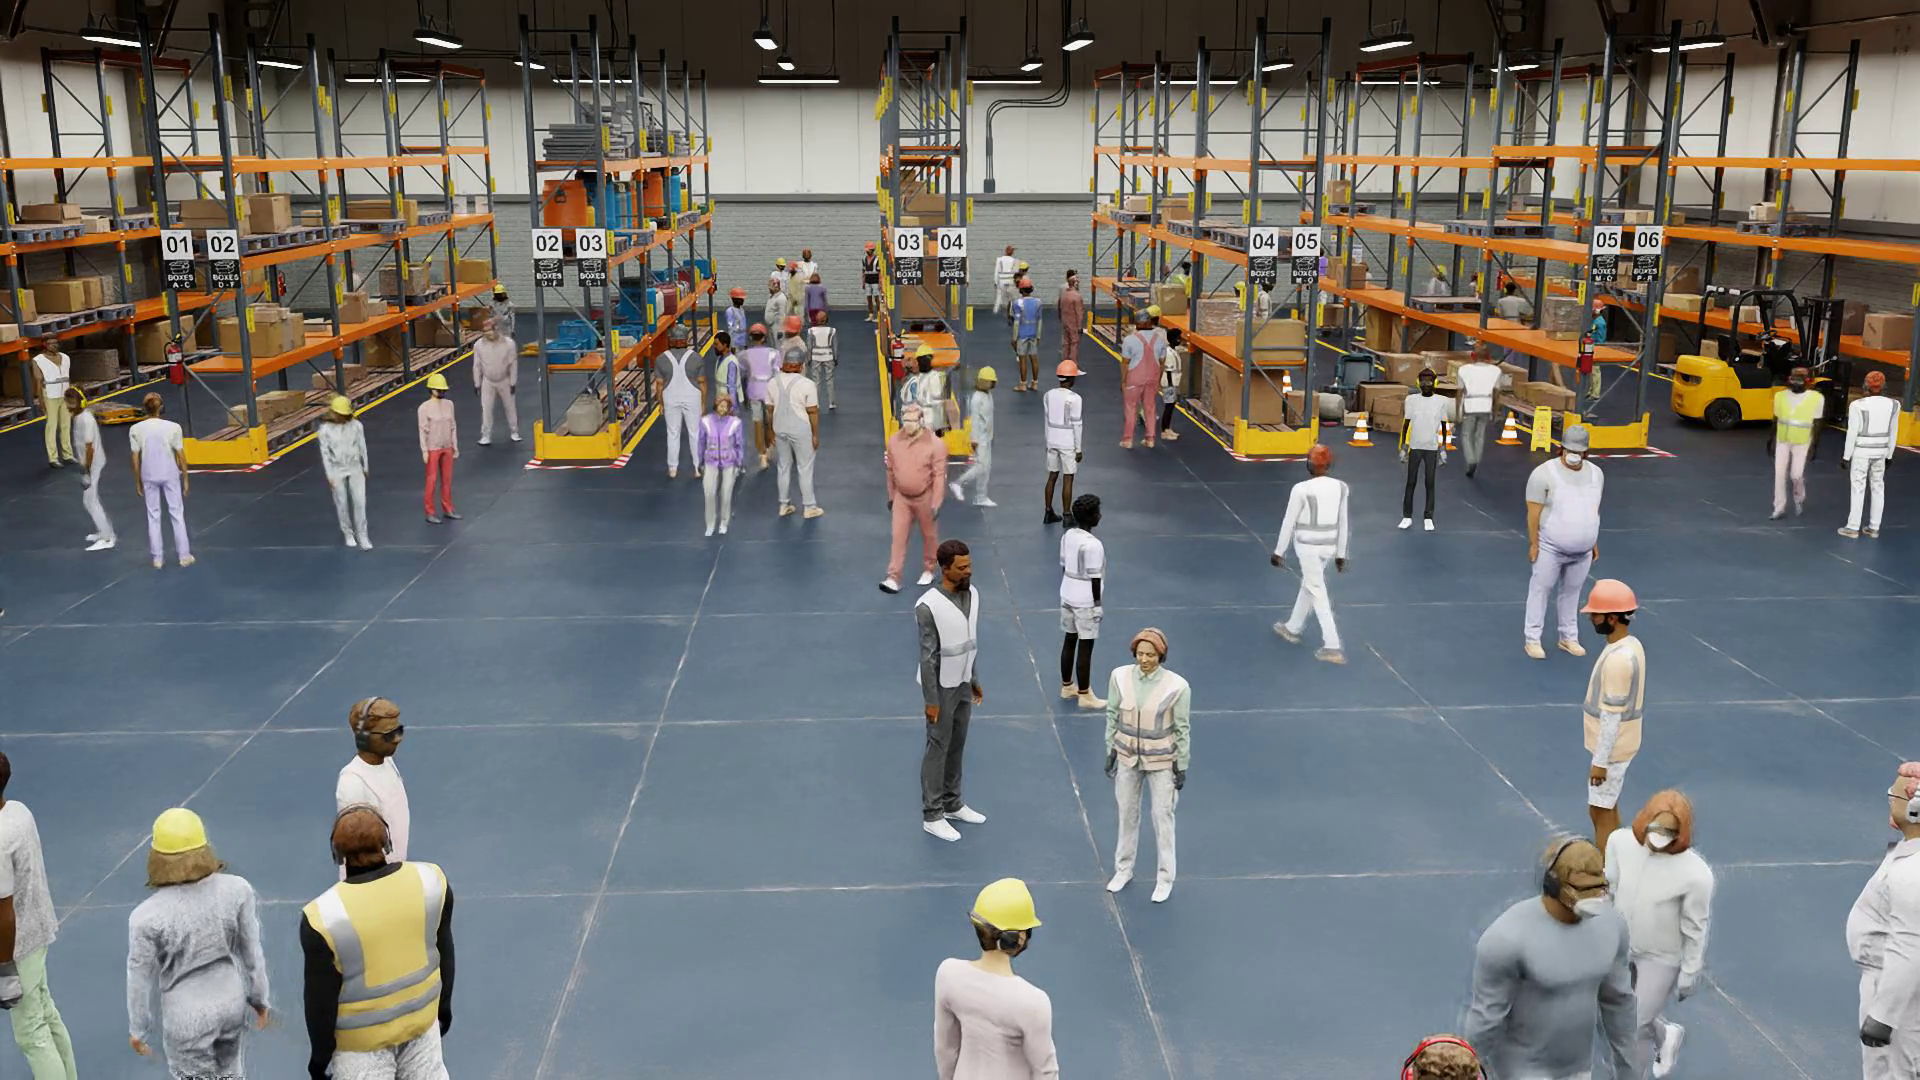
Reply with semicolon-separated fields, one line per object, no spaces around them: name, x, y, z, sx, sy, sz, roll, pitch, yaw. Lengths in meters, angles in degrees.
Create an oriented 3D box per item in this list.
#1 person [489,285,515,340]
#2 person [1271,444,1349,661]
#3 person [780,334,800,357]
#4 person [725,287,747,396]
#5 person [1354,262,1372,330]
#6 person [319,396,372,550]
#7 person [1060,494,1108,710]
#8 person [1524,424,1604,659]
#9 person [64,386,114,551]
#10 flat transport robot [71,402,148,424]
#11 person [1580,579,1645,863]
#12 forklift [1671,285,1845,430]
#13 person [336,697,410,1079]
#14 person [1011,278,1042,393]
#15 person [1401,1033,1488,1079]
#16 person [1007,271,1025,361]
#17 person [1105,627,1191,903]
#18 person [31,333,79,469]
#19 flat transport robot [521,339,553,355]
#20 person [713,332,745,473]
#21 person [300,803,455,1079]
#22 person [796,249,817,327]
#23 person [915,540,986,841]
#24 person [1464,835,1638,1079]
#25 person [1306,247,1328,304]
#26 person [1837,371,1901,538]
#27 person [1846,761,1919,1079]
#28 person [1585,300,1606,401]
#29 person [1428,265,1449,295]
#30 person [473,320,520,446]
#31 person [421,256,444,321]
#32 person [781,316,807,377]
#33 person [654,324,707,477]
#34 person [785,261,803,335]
person;-8.803;-4.031;31.982;0.493;1.743;0.295;-1;13;-2
person;3.046;0.089;14.341;0.593;1.838;0.984;-8;15;-29
person;-2.554;-2.461;25.541;0.308;1.645;0.514;10;16;36
person;-3.878;-3.452;29.114;0.355;1.939;0.543;4;14;16
person;9.679;-5.864;39.978;0.500;1.634;0.286;-9;16;-33
person;-6.641;-0.720;18.047;0.499;1.685;0.808;-8;15;-30
person;0.959;0.474;12.996;0.322;1.696;0.536;-6;14;-23
person;5.199;0.009;14.230;0.681;2.000;0.536;-2;14;-10
person;-9.478;-0.787;18.065;0.372;1.828;0.695;-8;15;-30
flat transport robot;-13.727;-2.054;26.762;1.431;0.197;0.652;11;17;39
person;3.706;1.170;9.574;0.388;1.924;0.549;6;15;25
forklift;12.503;-2.886;26.166;2.313;2.155;1.214;-1;13;-3
person;-2.729;1.621;7.824;0.327;1.842;0.511;-1;13;-3
person;1.175;-3.669;29.808;0.614;2.039;0.389;-8;16;-32
person;1.387;2.297;4.979;0.562;1.840;0.391;4;14;15
person;1.221;-4.625;34.281;0.526;1.846;0.630;-4;14;-15
person;1.090;1.294;9.672;0.517;1.633;0.312;7;15;29
person;-12.399;-1.917;22.804;0.375;1.843;0.575;5;14;19
flat transport robot;-8.826;-4.130;35.555;0.652;0.197;1.431;1;13;5
person;-3.105;-1.848;22.386;0.369;1.910;0.591;-6;15;-23
person;-2.292;1.917;6.586;0.430;1.839;0.619;13;18;43
person;-3.748;-6.183;40.802;0.575;1.882;0.355;-8;16;-32
person;-0.066;0.929;10.594;0.392;1.920;0.589;8;15;30
person;2.236;2.005;6.049;0.661;1.906;0.885;-6;15;-25
person;9.102;-6.502;42.236;0.633;1.844;0.429;0;13;-1
person;10.182;-0.954;18.647;0.575;1.883;0.356;-1;13;-3
person;3.842;1.825;6.825;0.409;1.907;0.651;12;18;40
person;10.957;-3.278;28.769;0.342;1.748;0.573;3;14;11
person;10.547;-5.108;36.430;0.745;1.797;0.610;9;16;34
person;-6.842;-2.316;24.519;0.669;1.843;0.847;-2;13;-9
person;-12.995;-6.070;40.660;0.902;1.712;0.542;5;14;18
person;-2.450;-2.307;24.251;0.377;1.957;0.720;-8;15;-30
person;-3.694;-1.857;22.135;0.674;2.000;0.535;-1;13;-3
person;-3.896;-5.629;38.769;0.487;1.728;0.563;-13;18;-43
